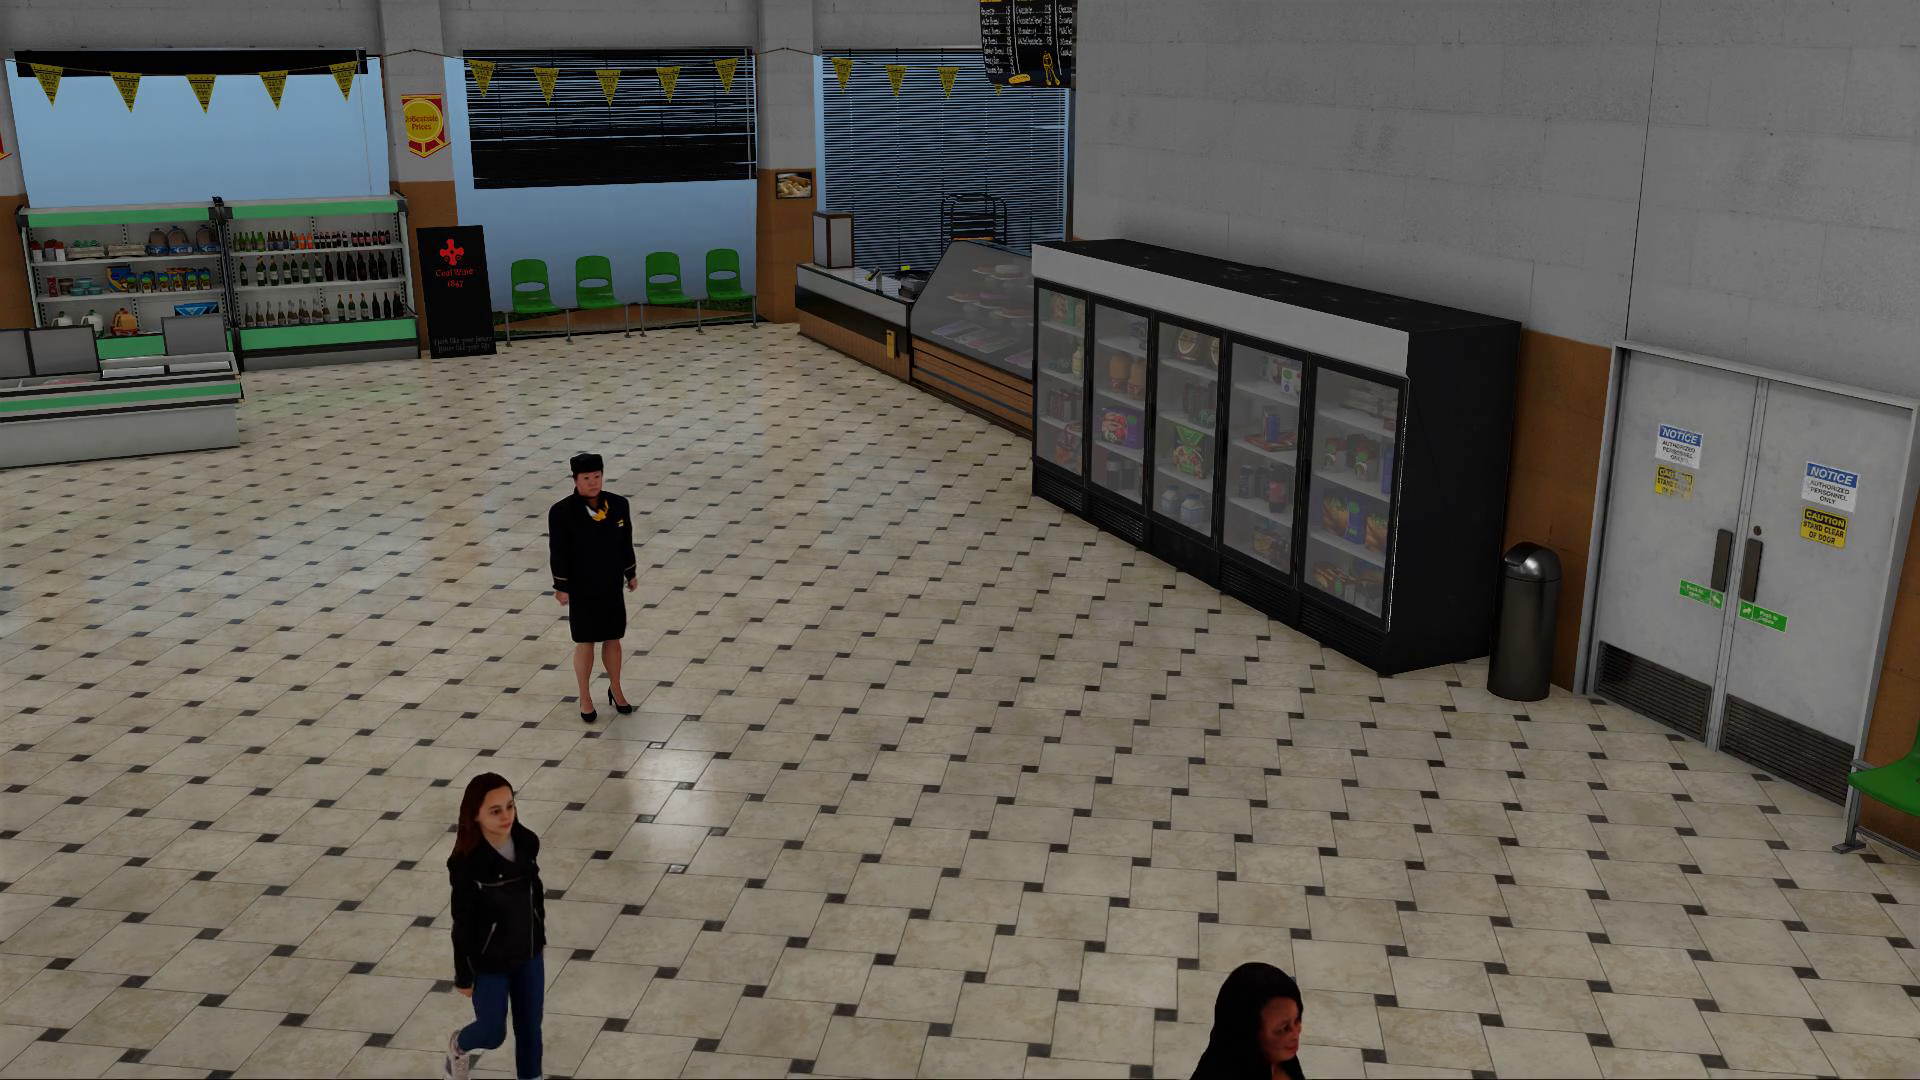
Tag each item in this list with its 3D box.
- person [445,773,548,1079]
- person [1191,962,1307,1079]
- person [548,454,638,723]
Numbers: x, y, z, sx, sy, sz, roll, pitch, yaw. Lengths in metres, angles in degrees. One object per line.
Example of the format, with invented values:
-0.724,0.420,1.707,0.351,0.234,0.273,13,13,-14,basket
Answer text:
-1.788,1.557,6.365,0.839,1.469,0.873,13,21,37,person
0.715,1.957,4.866,1.121,1.573,1.160,10,20,30,person
-2.231,0.282,10.213,0.601,1.671,0.789,-11,20,-31,person
